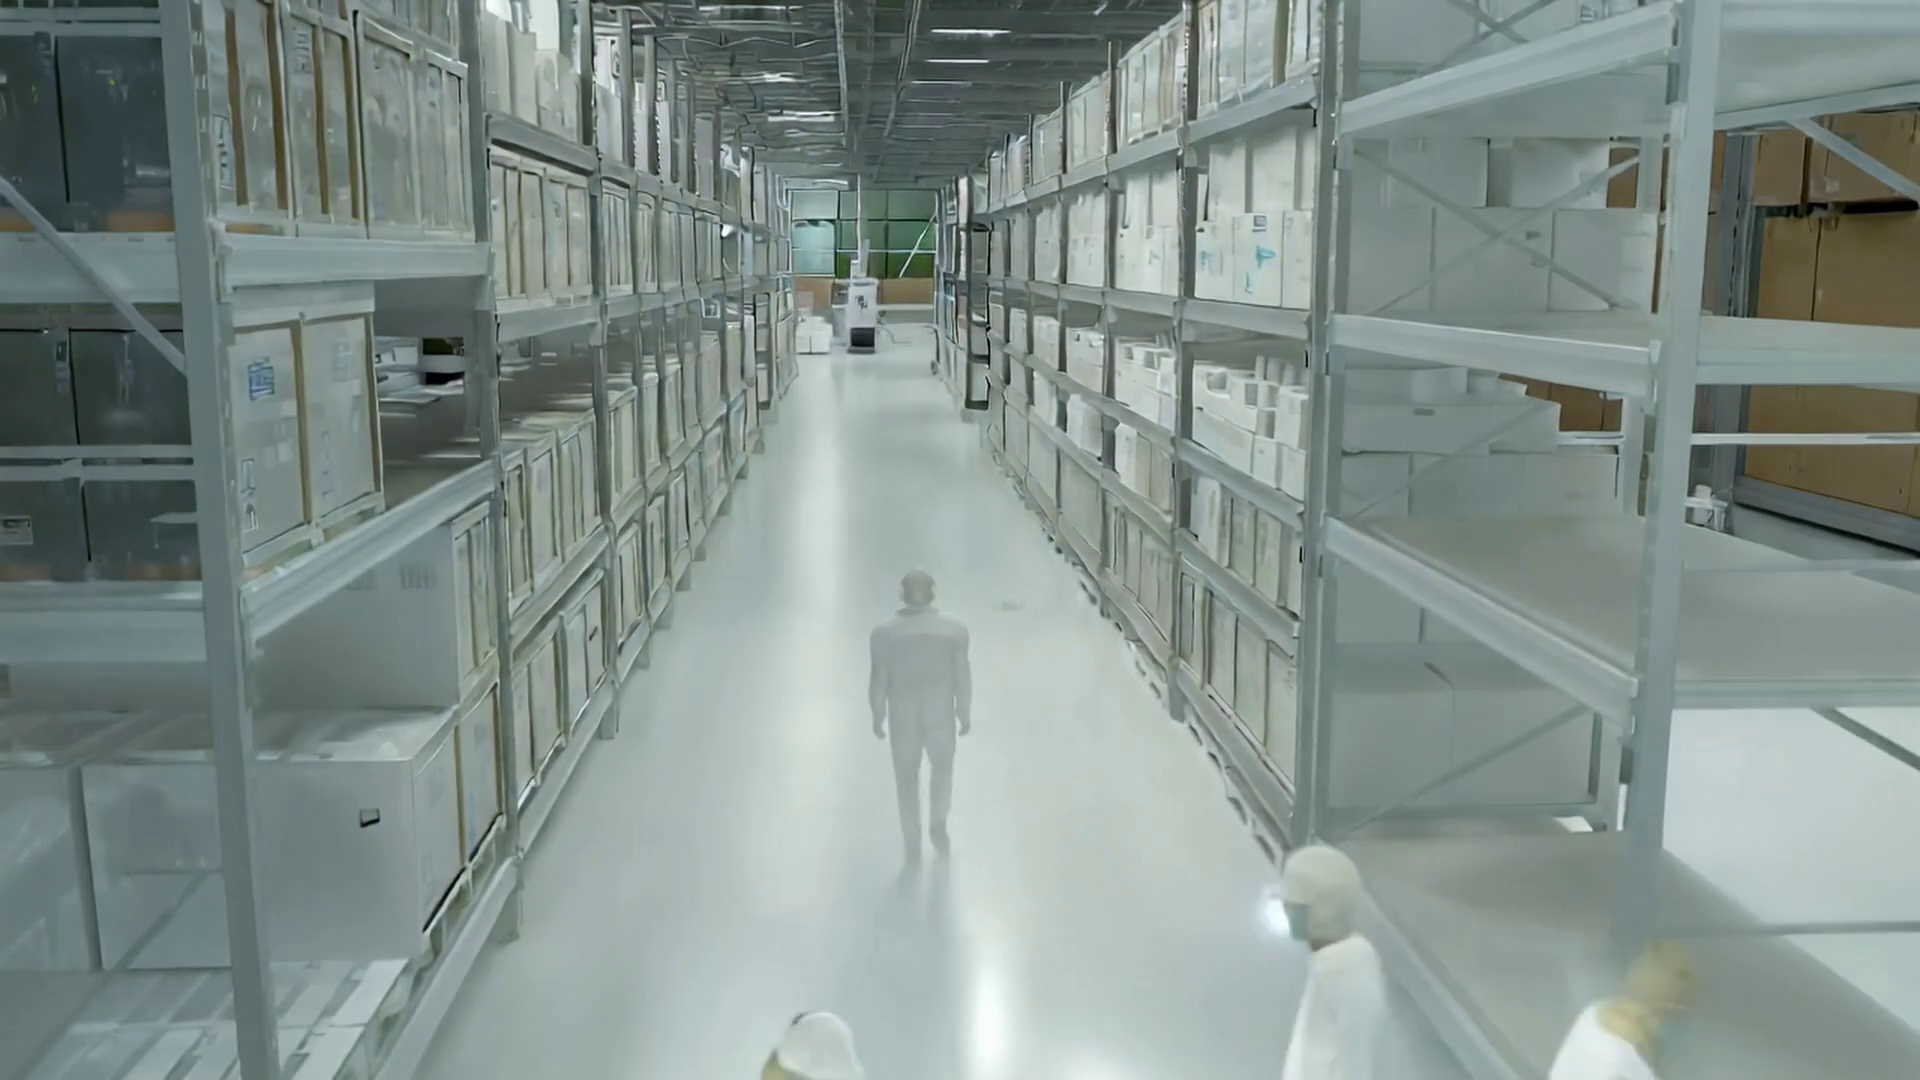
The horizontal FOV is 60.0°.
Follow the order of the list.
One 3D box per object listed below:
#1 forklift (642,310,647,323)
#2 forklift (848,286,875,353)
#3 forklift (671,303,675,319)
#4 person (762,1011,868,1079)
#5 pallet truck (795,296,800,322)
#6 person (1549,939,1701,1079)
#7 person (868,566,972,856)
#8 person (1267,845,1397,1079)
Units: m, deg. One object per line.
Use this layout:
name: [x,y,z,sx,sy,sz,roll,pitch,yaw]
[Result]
forklift: [-9.588,-5.707,48.556,1.129,2.768,1.873,-1,10,-4]
forklift: [-4.131,-9.270,69.840,1.129,2.768,1.873,-1,10,-3]
forklift: [-9.959,-6.964,56.068,1.129,2.768,1.873,2,10,12]
person: [-0.554,2.178,4.934,0.667,1.712,0.534,1,10,7]
pallet truck: [-8.622,-12.439,91.403,1.885,1.965,0.823,2,10,13]
person: [1.902,2.092,5.260,0.926,1.790,0.565,2,10,10]
person: [-0.261,1.107,10.778,0.669,1.894,0.432,0,10,-2]
person: [1.164,1.965,5.519,1.002,1.936,0.622,3,10,18]
